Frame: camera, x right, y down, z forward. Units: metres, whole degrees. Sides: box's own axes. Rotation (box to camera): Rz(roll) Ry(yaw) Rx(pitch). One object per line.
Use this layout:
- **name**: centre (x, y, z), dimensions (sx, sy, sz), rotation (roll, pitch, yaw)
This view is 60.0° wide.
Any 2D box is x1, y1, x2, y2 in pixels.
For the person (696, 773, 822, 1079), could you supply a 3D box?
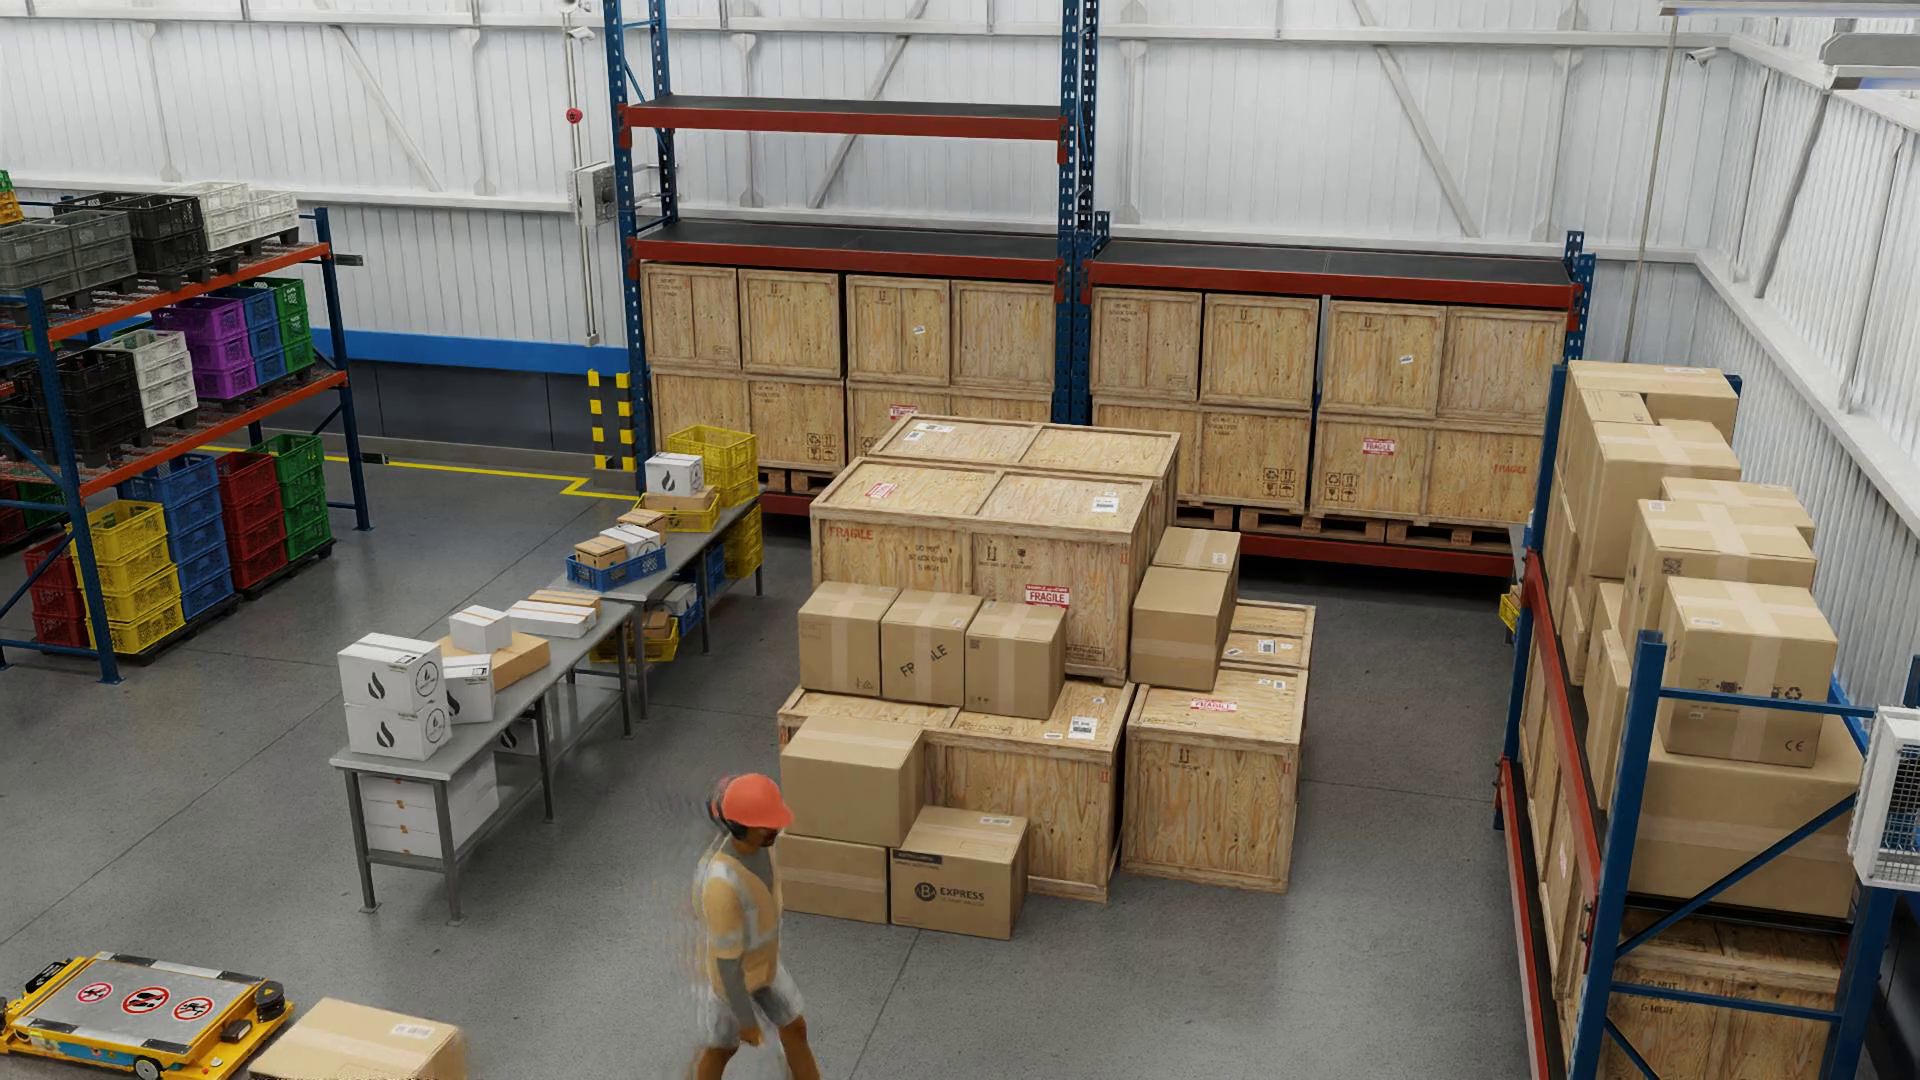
- **person**: centre (-0.839, 1.959, 7.500), dimensions (1.006, 1.995, 0.646), rotation (6, 22, 16)

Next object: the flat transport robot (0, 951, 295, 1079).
- **flat transport robot**: centre (-4.270, 2.464, 8.601), dimensions (1.431, 0.231, 0.659), rotation (5, 22, 13)
